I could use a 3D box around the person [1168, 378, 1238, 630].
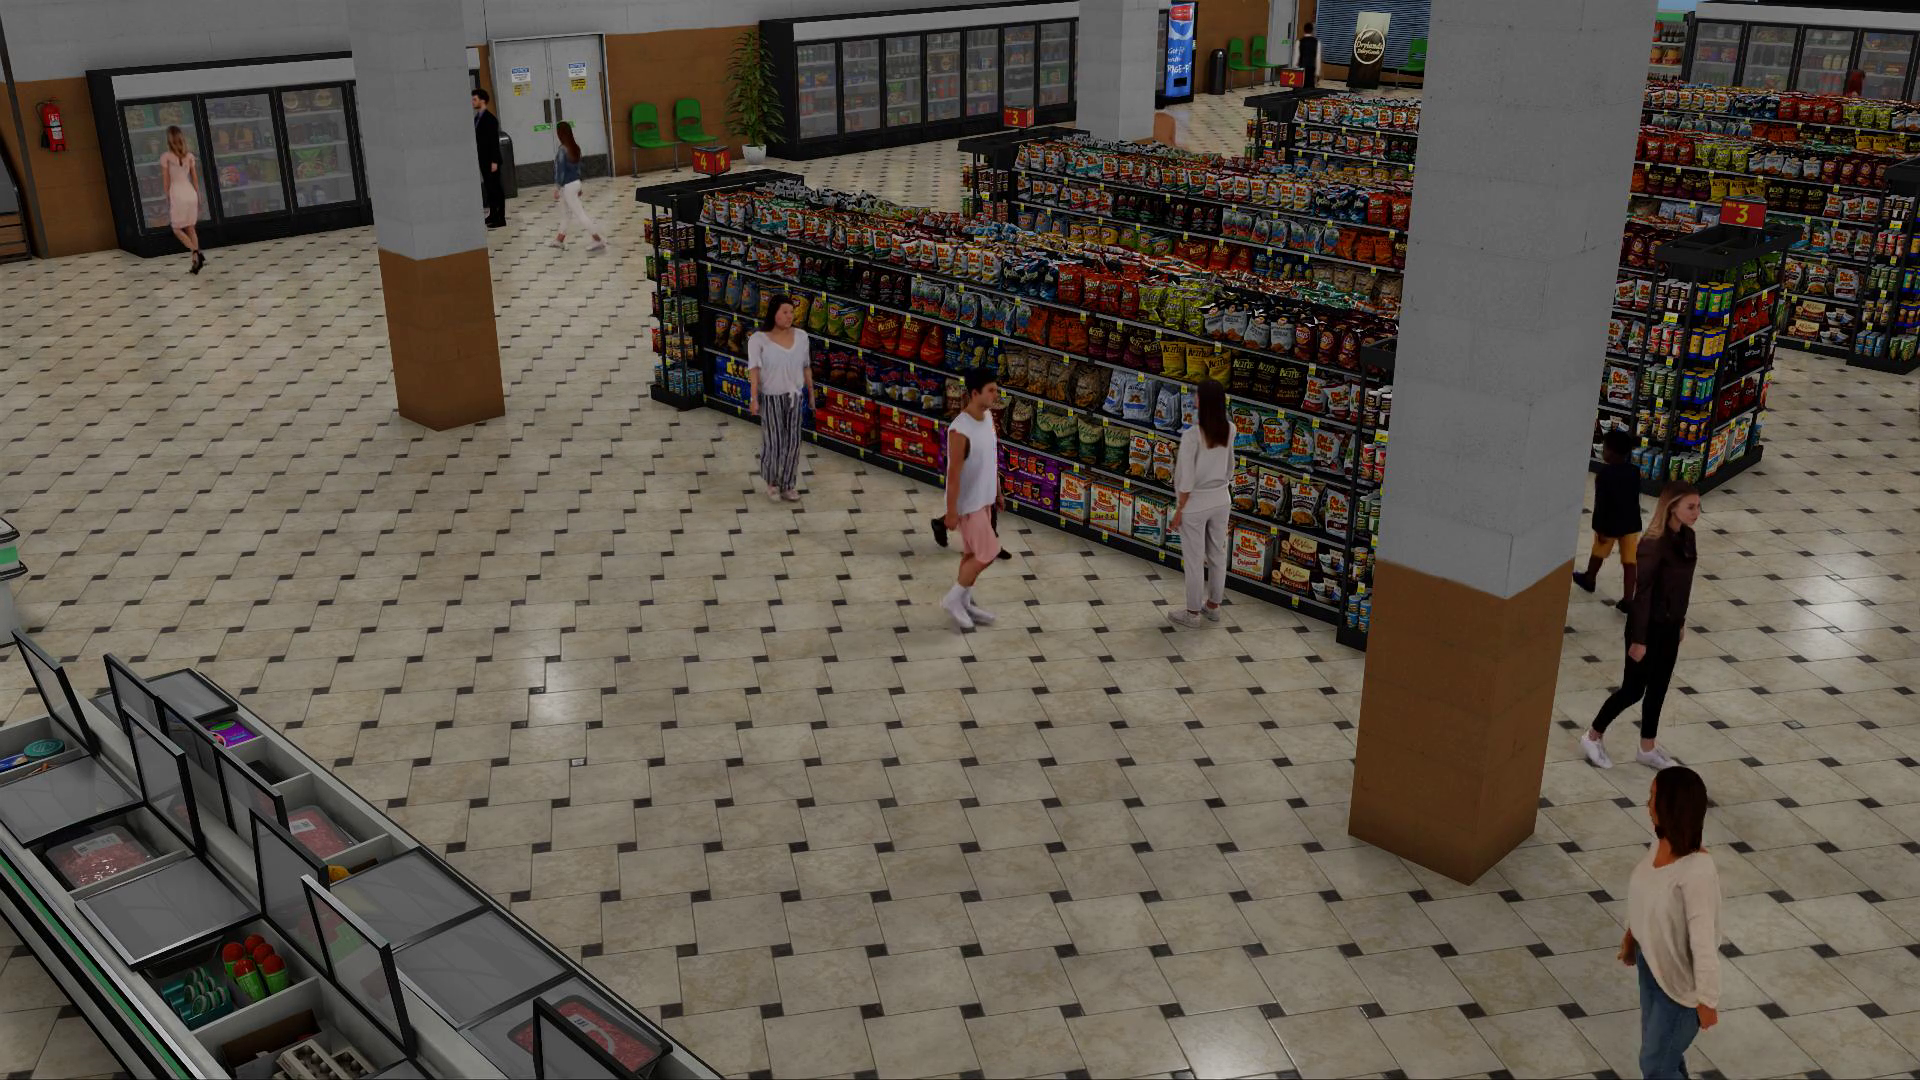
[{"bbox_3d":[1.599,-0.244,10.862,0.633,1.688,0.597,-14,26,-31],"label":"person"}]

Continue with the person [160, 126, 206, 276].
[{"bbox_3d":[-9.459,-4.113,20.322,0.788,1.814,0.591,19,29,40],"label":"person"}]

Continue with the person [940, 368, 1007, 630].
[{"bbox_3d":[-0.001,-0.279,10.834,0.795,1.773,0.756,8,23,19],"label":"person"}]

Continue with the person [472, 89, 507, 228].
[{"bbox_3d":[-6.596,-5.359,23.315,0.774,1.893,0.587,-16,27,-35],"label":"person"}]

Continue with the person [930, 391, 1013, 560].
[{"bbox_3d":[0.070,-0.481,12.021,0.889,1.264,0.594,14,26,31],"label":"person"}]

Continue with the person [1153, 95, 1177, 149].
[{"bbox_3d":[2.830,-5.434,23.716,1.005,1.733,1.113,-3,22,-8],"label":"person"}]

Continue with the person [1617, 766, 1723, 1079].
[{"bbox_3d":[2.728,1.649,6.202,0.820,1.648,0.790,-2,22,-5],"label":"person"}]

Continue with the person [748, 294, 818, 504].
[{"bbox_3d":[-1.443,-1.127,13.086,0.750,1.667,0.724,-14,26,-31],"label":"person"}]

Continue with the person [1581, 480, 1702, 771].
[{"bbox_3d":[3.760,0.458,9.083,0.656,1.712,0.759,-16,27,-35],"label":"person"}]

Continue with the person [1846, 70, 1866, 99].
[{"bbox_3d":[13.780,-6.394,26.029,1.215,1.792,0.862,10,24,24],"label":"person"}]

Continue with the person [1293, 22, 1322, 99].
[{"bbox_3d":[6.896,-9.284,33.074,1.127,1.900,1.082,5,22,13],"label":"person"}]

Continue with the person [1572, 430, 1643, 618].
[{"bbox_3d":[4.413,-0.082,11.076,0.842,1.227,0.950,-2,22,-5],"label":"person"}]

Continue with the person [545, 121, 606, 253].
[{"bbox_3d":[-4.974,-4.549,21.607,1.181,1.664,1.028,4,22,10],"label":"person"}]
